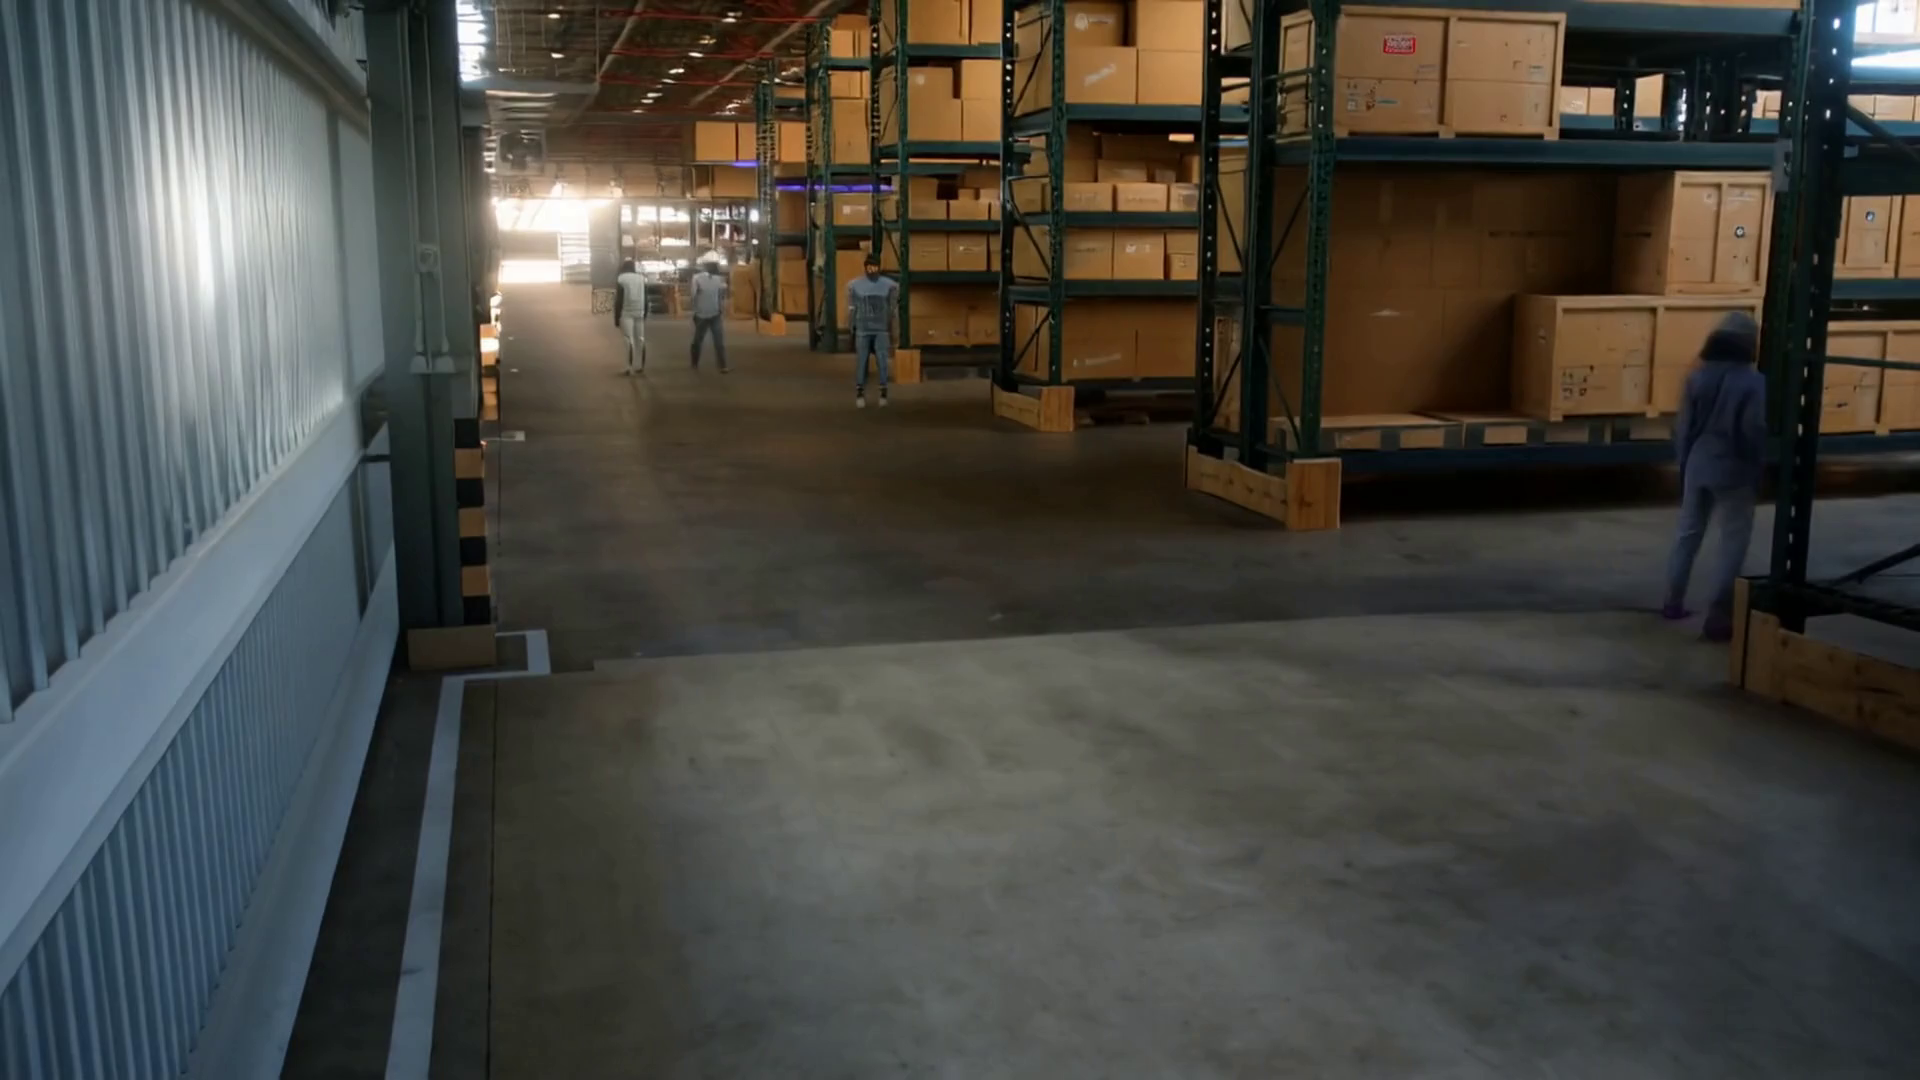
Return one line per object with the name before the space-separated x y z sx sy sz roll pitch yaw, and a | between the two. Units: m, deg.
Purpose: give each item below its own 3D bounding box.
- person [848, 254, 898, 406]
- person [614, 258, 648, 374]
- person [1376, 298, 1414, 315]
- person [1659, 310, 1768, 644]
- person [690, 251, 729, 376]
person | -1.103 -2.651 21.094 0.625 1.931 0.370 0 10 0
person | -5.241 -3.546 26.402 0.429 1.840 0.627 9 13 41
person | 4.052 -1.569 15.592 0.884 1.701 0.561 -4 11 -22
person | 3.947 -0.344 8.706 0.490 1.695 0.722 -5 11 -26
person | -4.000 -3.563 26.211 0.617 1.954 1.002 -6 12 -31
